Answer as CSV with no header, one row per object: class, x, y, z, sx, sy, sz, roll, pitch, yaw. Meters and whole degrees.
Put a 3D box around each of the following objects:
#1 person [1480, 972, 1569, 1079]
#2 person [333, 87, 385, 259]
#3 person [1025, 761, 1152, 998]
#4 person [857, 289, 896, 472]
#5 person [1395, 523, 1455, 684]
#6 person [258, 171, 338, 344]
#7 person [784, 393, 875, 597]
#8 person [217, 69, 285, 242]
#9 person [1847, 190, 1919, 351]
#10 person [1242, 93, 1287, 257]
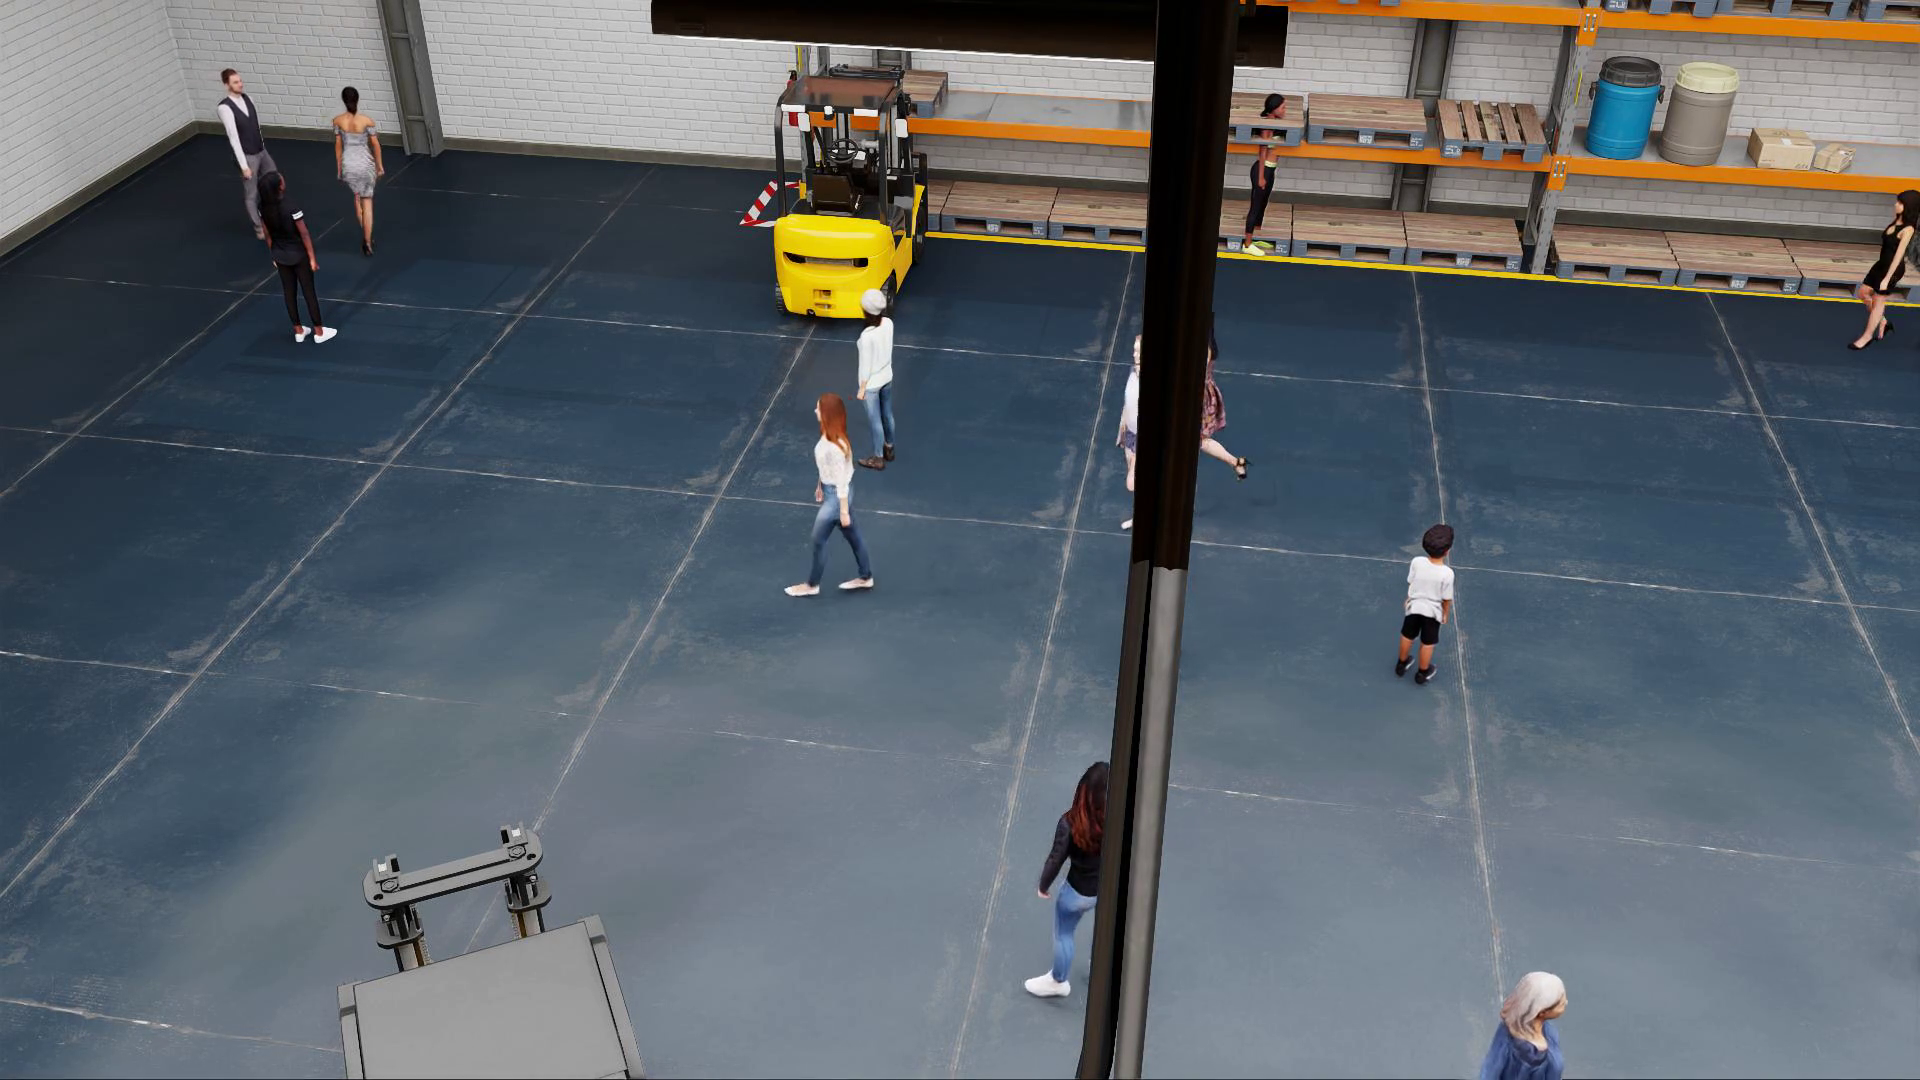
person,2.540,2.671,7.950,0.769,1.687,0.603,5,34,8
person,-6.395,-3.858,17.673,0.679,1.797,0.758,-4,34,-6
person,0.705,1.915,9.146,0.702,1.622,1.010,-12,36,-18
person,-0.707,-1.369,14.058,0.615,1.654,0.633,19,38,26
person,3.270,0.446,11.686,0.529,1.257,0.614,21,39,29
person,-6.440,-2.726,16.033,0.512,1.728,0.670,7,34,11
person,-0.826,-0.316,12.427,0.973,1.706,0.737,-2,34,-3
person,-7.770,-4.174,18.028,0.752,1.931,0.751,11,35,16
person,8.911,-2.544,15.838,0.644,1.640,0.593,4,34,6
person,3.239,-3.928,17.818,0.608,1.754,0.616,16,37,23
